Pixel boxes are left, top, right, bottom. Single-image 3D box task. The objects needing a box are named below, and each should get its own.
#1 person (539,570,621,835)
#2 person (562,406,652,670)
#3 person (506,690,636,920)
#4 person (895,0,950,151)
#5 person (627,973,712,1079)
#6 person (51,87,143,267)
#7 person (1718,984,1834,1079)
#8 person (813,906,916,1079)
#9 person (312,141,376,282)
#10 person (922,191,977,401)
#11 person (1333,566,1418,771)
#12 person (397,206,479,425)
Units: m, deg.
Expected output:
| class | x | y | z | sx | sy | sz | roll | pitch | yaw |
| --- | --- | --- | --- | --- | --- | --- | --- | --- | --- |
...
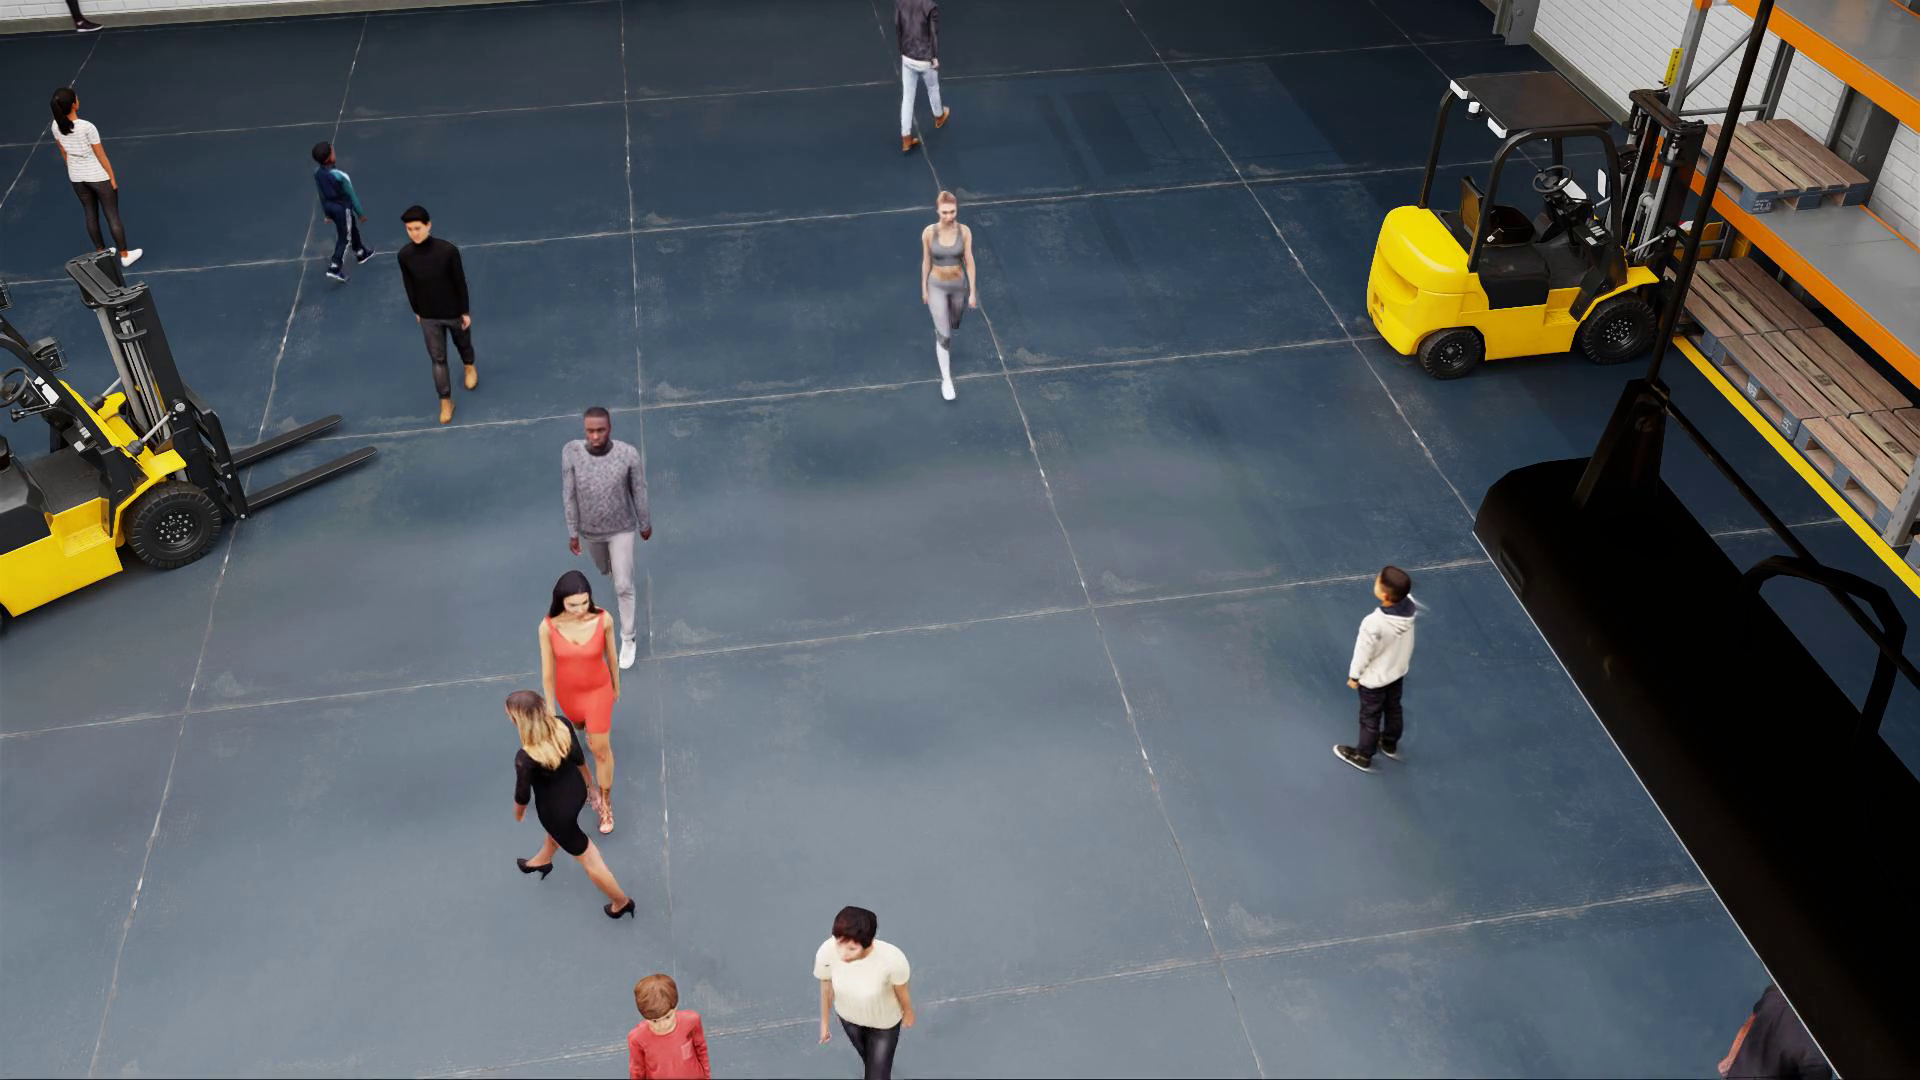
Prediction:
| class | x | y | z | sx | sy | sz | roll | pitch | yaw |
| --- | --- | --- | --- | --- | --- | --- | --- | --- | --- |
| person | -2.188 | 0.824 | 9.647 | 0.611 | 1.683 | 1.115 | -6 | 39 | -7 |
| person | -2.259 | -0.134 | 10.743 | 0.828 | 1.813 | 1.190 | 2 | 39 | 2 |
| person | -2.033 | 1.472 | 8.876 | 0.947 | 1.633 | 1.035 | 13 | 41 | 16 |
| person | -0.457 | -4.742 | 16.526 | 1.066 | 1.798 | 1.215 | 16 | 41 | 19 |
| person | -1.335 | 2.517 | 7.742 | 0.563 | 1.416 | 0.557 | -15 | 41 | -18 |
| person | -7.701 | -3.211 | 14.732 | 0.615 | 1.644 | 0.593 | 4 | 39 | 5 |
| person | 3.554 | 2.508 | 7.496 | 0.788 | 1.737 | 1.117 | -1 | 39 | -2 |
| person | -0.416 | 2.217 | 7.996 | 0.782 | 1.568 | 0.870 | 12 | 40 | 14 |
| person | -5.493 | -2.884 | 14.650 | 0.824 | 1.235 | 0.938 | 19 | 42 | 22 |
| person | -0.107 | -2.019 | 13.212 | 0.574 | 1.679 | 1.078 | -6 | 39 | -7 |
| person | 2.533 | 0.763 | 9.912 | 0.662 | 1.449 | 0.652 | -24 | 44 | -27 |
| person | -4.017 | -1.844 | 12.981 | 0.669 | 1.692 | 1.058 | -5 | 39 | -6 |
